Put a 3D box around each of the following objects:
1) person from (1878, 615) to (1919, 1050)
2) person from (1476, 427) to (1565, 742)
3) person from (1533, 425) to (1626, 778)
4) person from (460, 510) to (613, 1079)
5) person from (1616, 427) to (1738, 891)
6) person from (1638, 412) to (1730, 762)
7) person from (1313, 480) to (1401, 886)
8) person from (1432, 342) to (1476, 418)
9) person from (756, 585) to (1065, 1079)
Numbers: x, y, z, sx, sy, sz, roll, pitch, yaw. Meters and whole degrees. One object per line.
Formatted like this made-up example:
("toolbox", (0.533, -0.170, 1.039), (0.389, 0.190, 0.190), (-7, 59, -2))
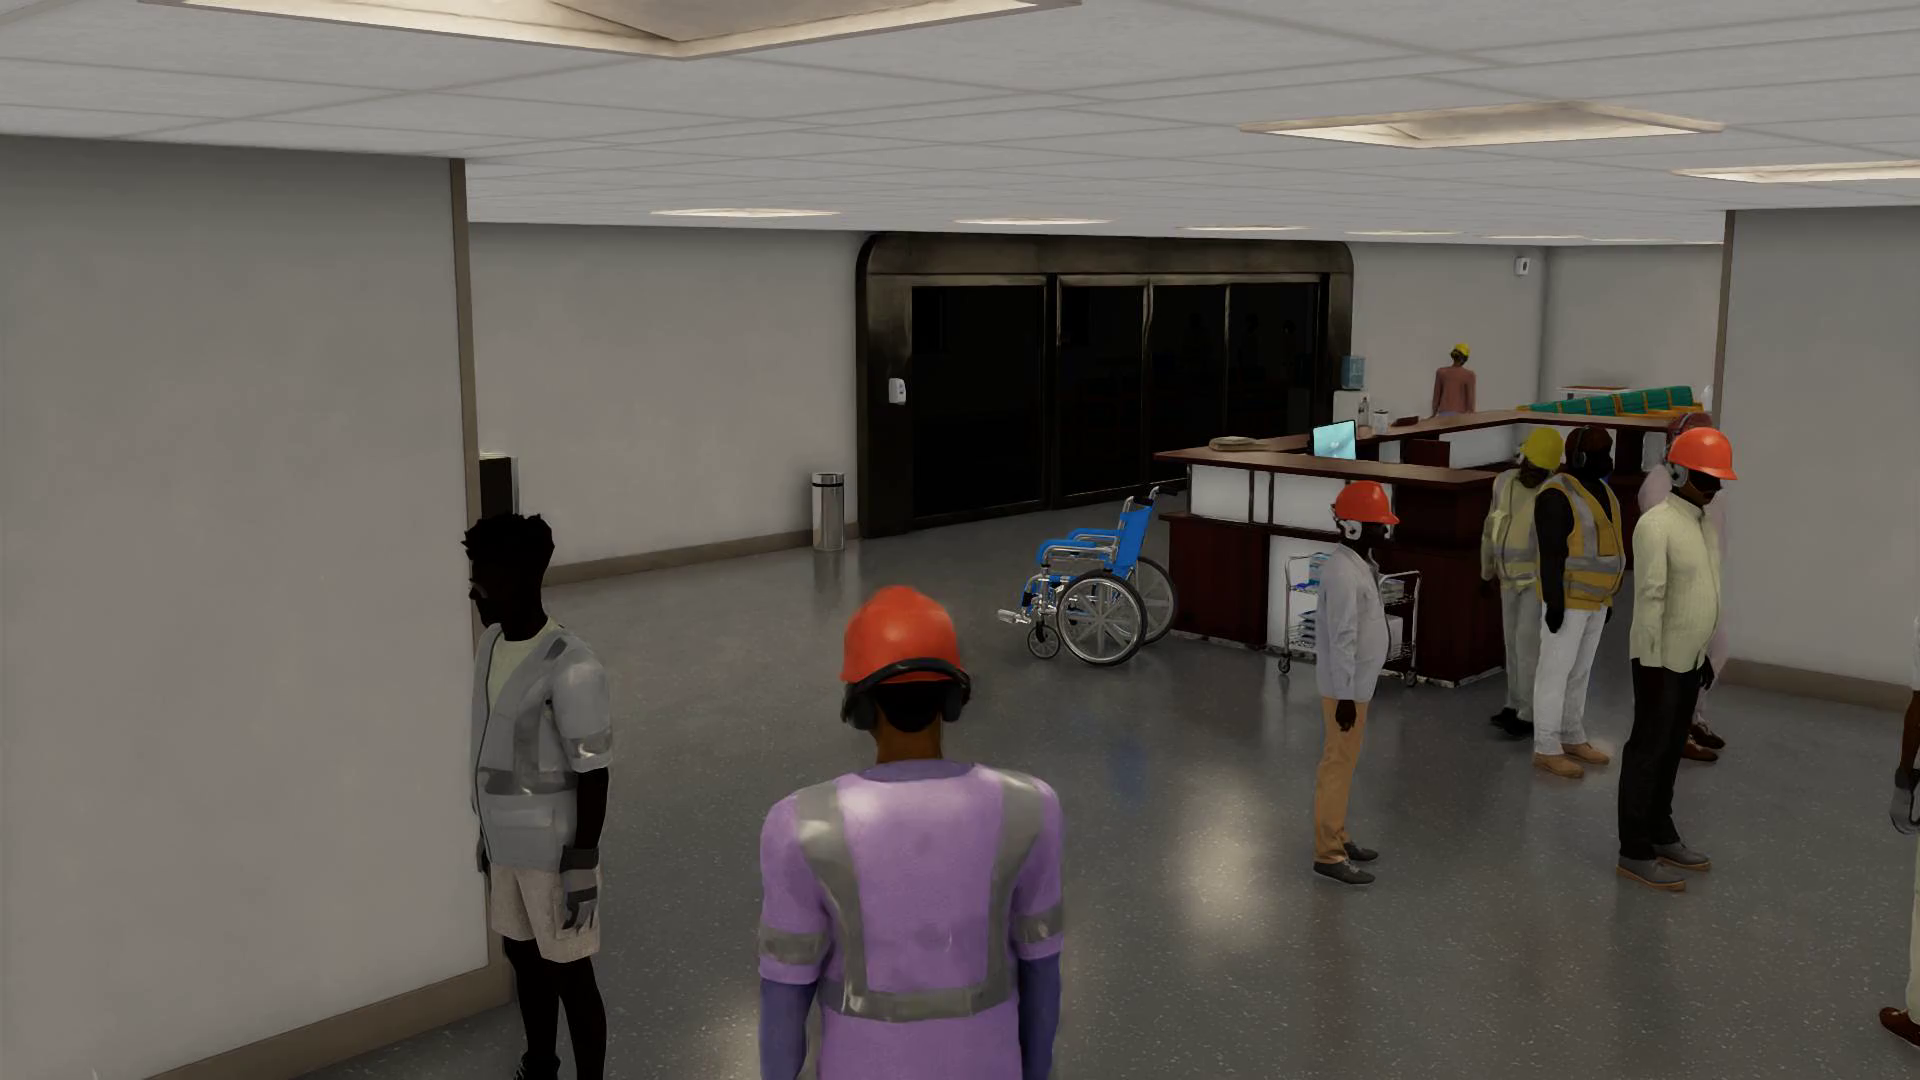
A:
("person", (3.424, 0.822, 5.630), (0.517, 1.860, 0.319), (1, 9, 4))
("person", (3.219, 0.235, 9.432), (0.432, 1.791, 0.637), (-4, 10, -23))
("person", (3.276, 0.314, 8.797), (0.619, 1.845, 0.430), (-9, 13, -43))
("person", (-1.262, 0.881, 4.929), (0.362, 1.963, 0.614), (-9, 13, -43))
("person", (3.108, 0.501, 7.207), (0.392, 1.985, 0.610), (9, 13, 43))
("person", (3.970, 0.247, 9.041), (0.664, 1.892, 0.456), (-7, 12, -37))
("person", (1.722, 0.606, 7.264), (0.336, 1.749, 0.575), (3, 10, 17))
("person", (6.166, -1.587, 20.726), (0.540, 1.744, 0.368), (7, 12, 38))
("person", (-0.104, 1.101, 3.391), (0.620, 2.031, 0.430), (-2, 9, -10))
